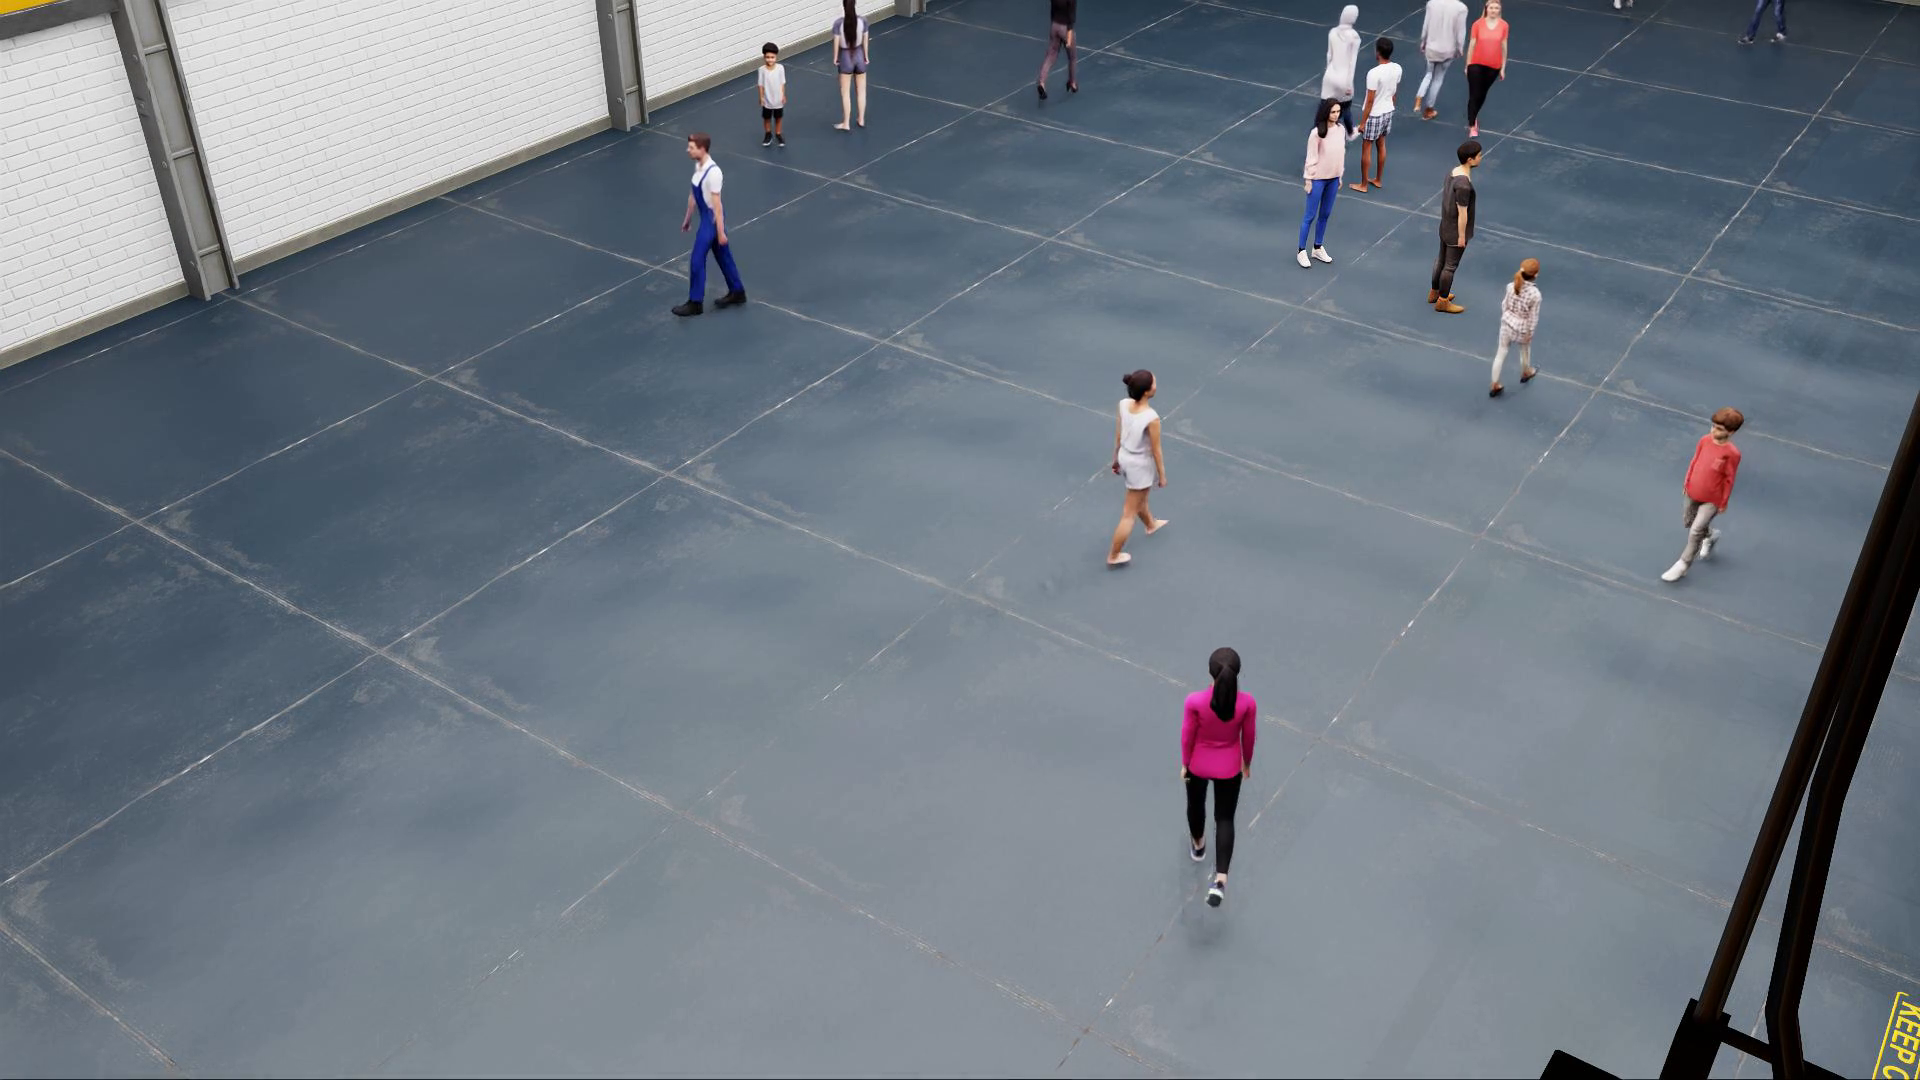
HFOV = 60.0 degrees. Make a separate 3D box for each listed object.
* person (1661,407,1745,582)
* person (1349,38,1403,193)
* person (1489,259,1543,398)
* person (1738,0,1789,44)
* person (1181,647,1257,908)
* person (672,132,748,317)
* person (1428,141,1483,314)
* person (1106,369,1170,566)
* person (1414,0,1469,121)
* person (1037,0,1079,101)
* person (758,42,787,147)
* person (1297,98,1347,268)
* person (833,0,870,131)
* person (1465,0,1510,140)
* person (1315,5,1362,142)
[{"bbox_3d":[5.636,-0.366,12.460,0.938,1.401,0.761,-16,37,-23],"label":"person"},{"bbox_3d":[4.737,-4.818,18.862,0.604,1.729,0.757,-20,38,-27],"label":"person"},{"bbox_3d":[4.922,-1.874,14.836,0.629,1.283,0.890,28,43,35],"label":"person"},{"bbox_3d":[11.598,-7.782,23.507,1.099,1.524,0.911,-12,36,-18],"label":"person"},{"bbox_3d":[1.467,1.377,9.593,0.927,1.673,1.120,2,34,3],"label":"person"},{"bbox_3d":[-2.328,-3.094,16.191,1.132,1.815,0.982,-12,35,-17],"label":"person"},{"bbox_3d":[4.835,-3.074,16.250,0.771,1.717,0.686,-2,34,-2],"label":"person"},{"bbox_3d":[1.287,-0.518,12.541,1.059,1.565,0.789,-23,40,-30],"label":"person"},{"bbox_3d":[5.957,-6.101,20.713,0.715,1.817,0.706,23,40,31],"label":"person"},{"bbox_3d":[1.249,-6.442,21.394,0.671,1.631,1.063,25,41,33],"label":"person"},{"bbox_3d":[-2.273,-5.415,20.189,0.598,1.254,0.658,-4,34,-7],"label":"person"},{"bbox_3d":[3.740,-3.704,17.152,0.656,1.768,0.791,-16,37,-22],"label":"person"},{"bbox_3d":[-1.341,-5.907,20.580,0.694,1.641,0.791,-14,36,-20],"label":"person"},{"bbox_3d":[6.429,-5.808,20.428,0.965,1.644,1.210,4,34,5],"label":"person"},{"bbox_3d":[4.428,-5.409,19.745,1.168,1.736,0.770,-29,43,-36],"label":"person"}]
